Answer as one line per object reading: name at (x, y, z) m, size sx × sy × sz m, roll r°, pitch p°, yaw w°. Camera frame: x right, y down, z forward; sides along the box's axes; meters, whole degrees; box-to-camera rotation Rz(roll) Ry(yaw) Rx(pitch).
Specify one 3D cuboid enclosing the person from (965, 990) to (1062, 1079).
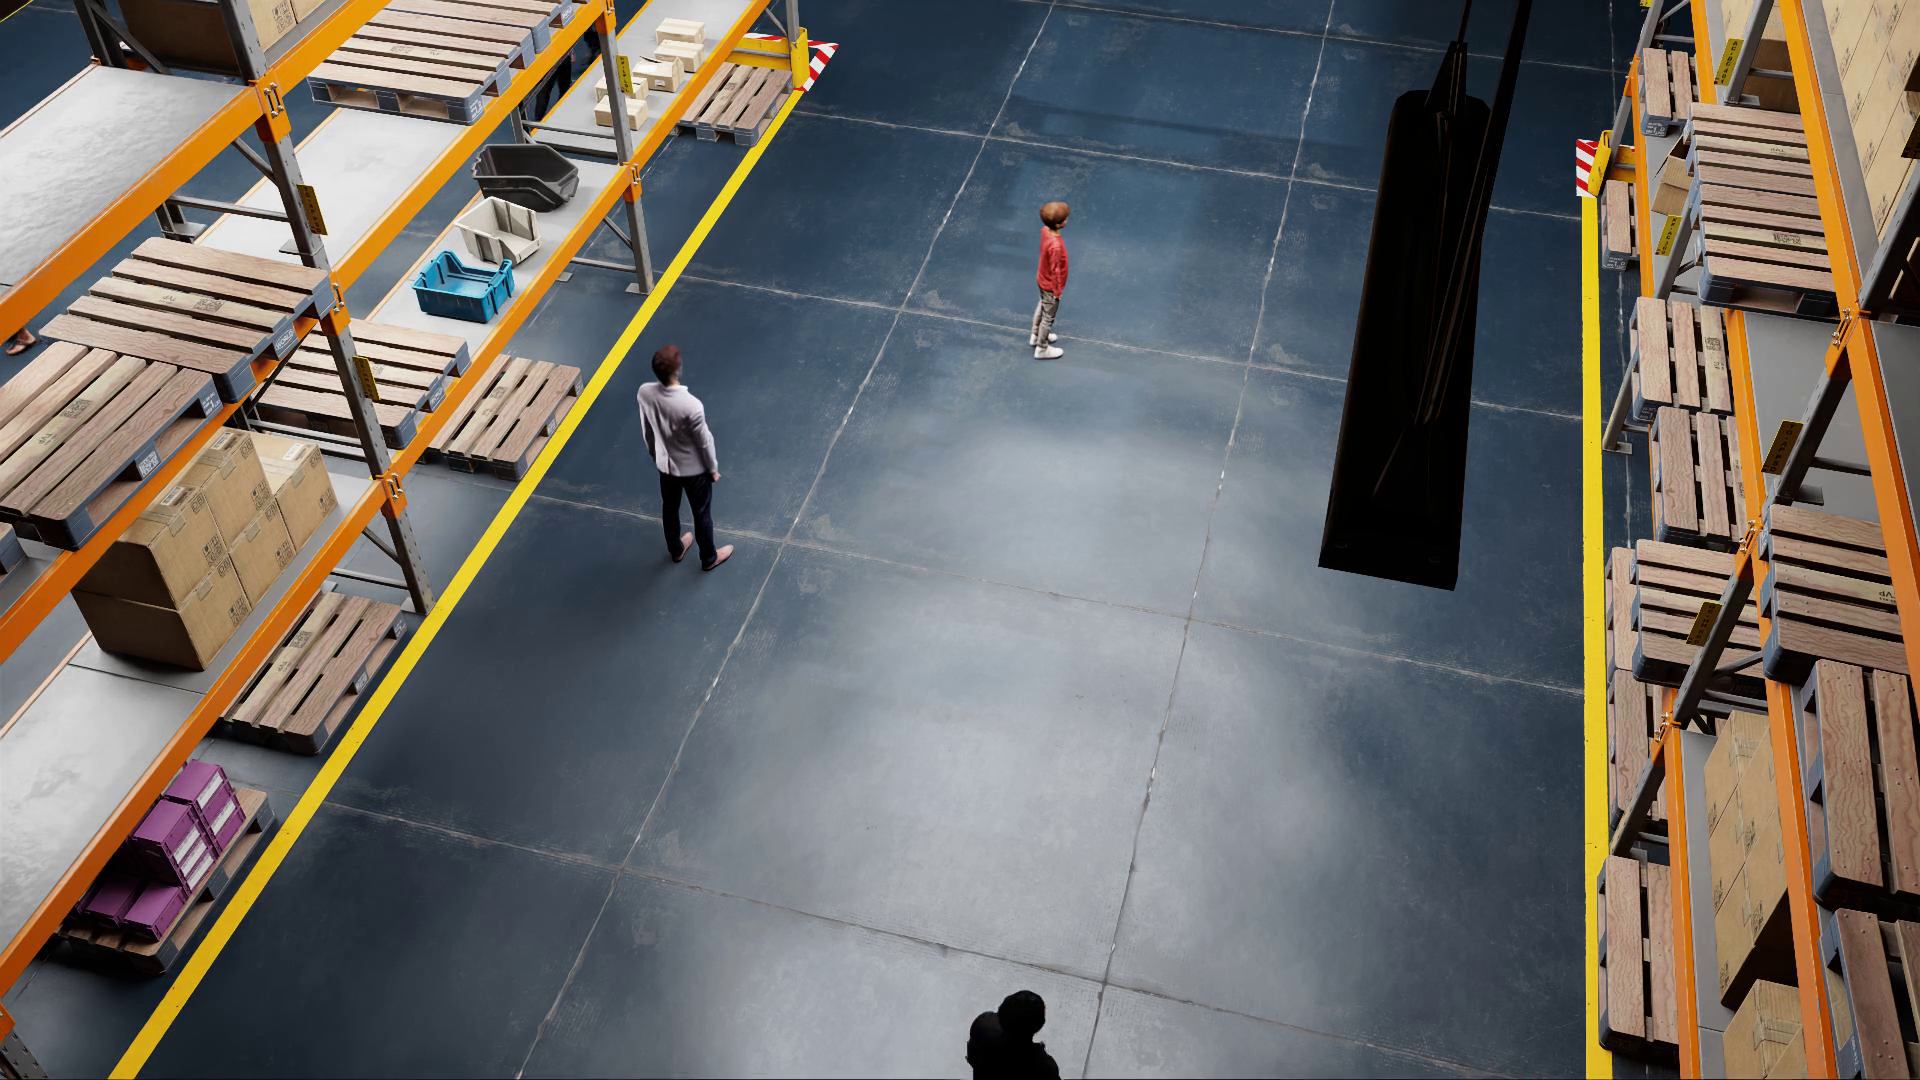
person at (0.201, 2.775, 8.035) m, size 0.893 × 1.800 × 0.848 m, roll -28°, pitch 50°, yaw -27°

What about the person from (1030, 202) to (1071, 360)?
person at (0.723, -2.106, 13.438) m, size 0.650 × 1.413 × 0.542 m, roll -8°, pitch 44°, yaw -8°

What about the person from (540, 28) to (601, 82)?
person at (-4.052, -5.588, 16.819) m, size 1.210 × 1.791 × 1.128 m, roll -23°, pitch 48°, yaw -22°

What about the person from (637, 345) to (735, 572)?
person at (-1.929, -0.556, 11.495) m, size 0.716 × 1.849 × 0.615 m, roll 18°, pitch 46°, yaw 18°
